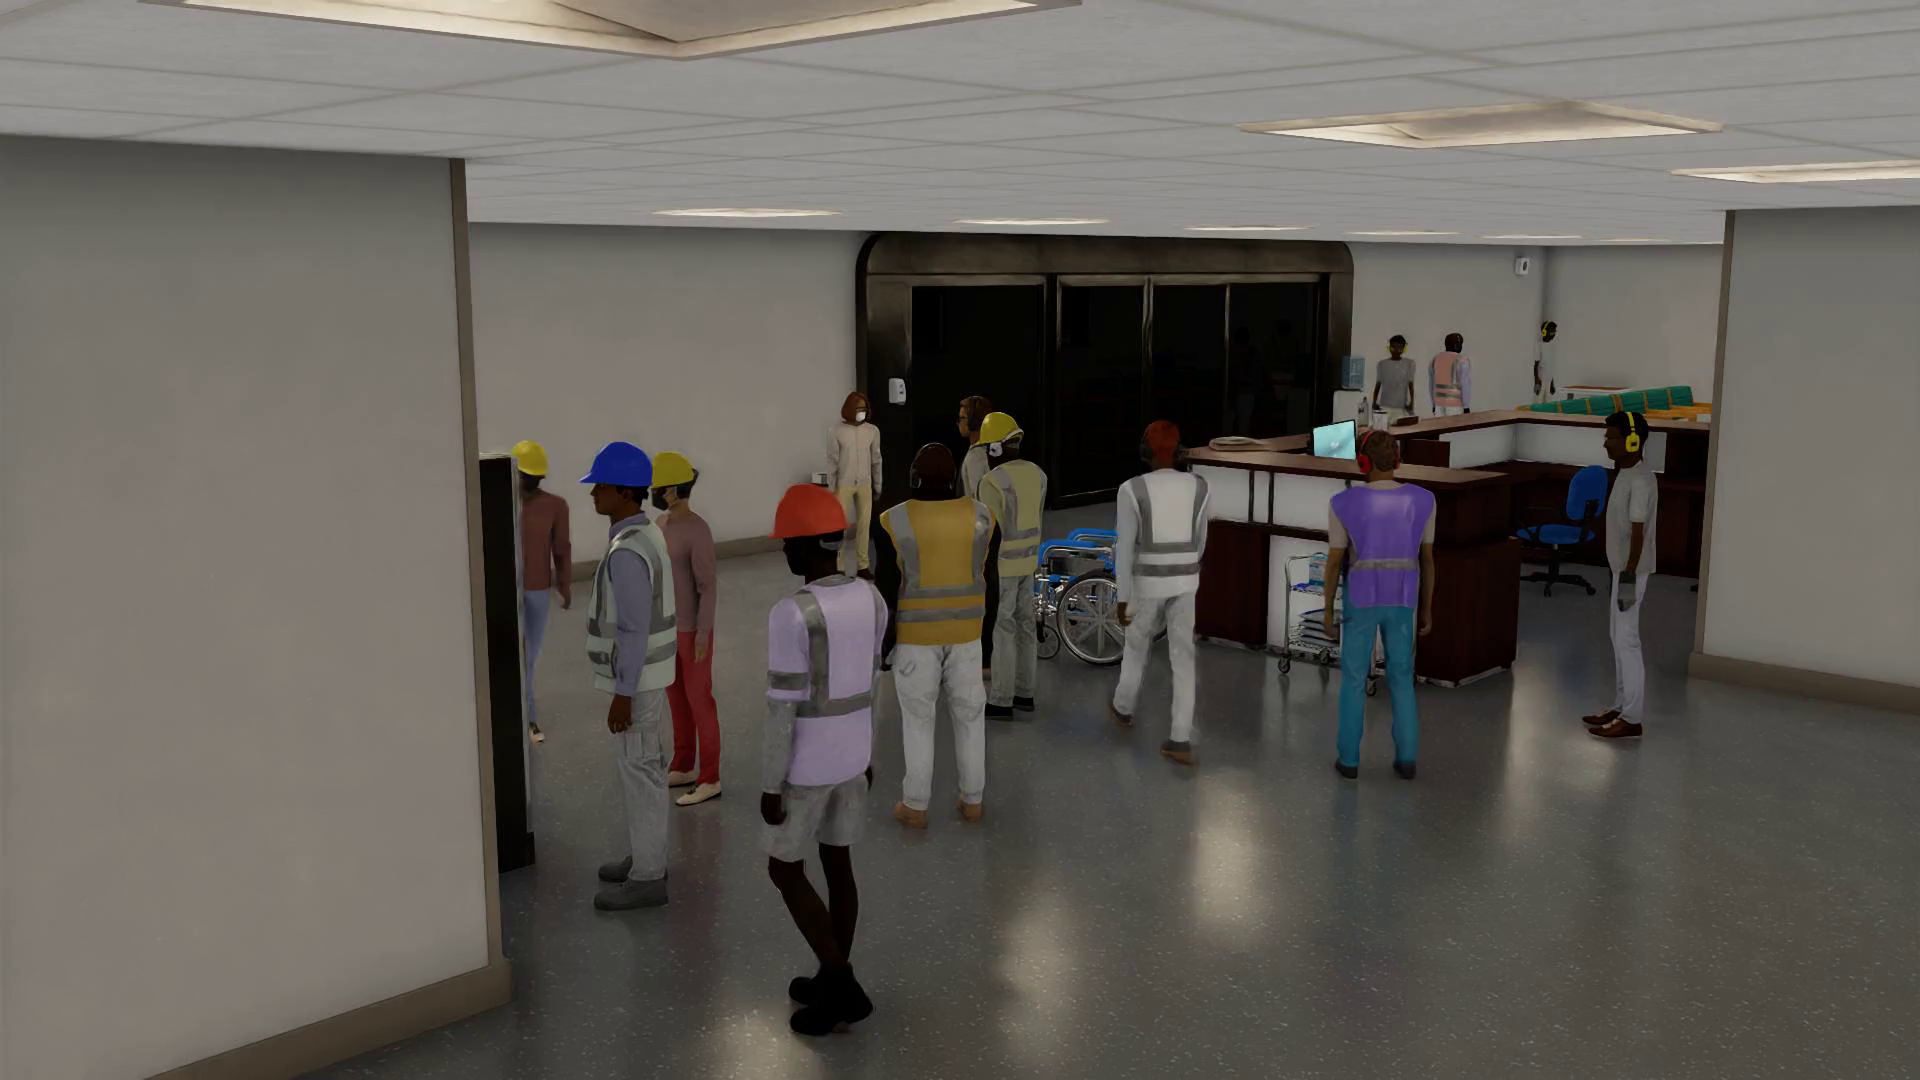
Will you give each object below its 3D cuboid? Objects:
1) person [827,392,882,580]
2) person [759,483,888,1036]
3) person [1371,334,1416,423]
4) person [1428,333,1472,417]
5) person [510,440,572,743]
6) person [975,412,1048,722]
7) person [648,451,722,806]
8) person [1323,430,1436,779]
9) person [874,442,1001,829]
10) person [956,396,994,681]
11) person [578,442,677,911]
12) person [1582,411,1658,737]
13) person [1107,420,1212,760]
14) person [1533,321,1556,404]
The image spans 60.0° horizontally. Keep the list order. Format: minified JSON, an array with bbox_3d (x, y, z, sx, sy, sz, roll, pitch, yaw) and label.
[{"bbox_3d":[-0.897,-0.448,14.135,0.504,1.628,0.283,-5,10,-28],"label":"person"},{"bbox_3d":[-0.467,0.764,5.792,0.468,1.923,0.551,7,12,37],"label":"person"},{"bbox_3d":[5.472,-1.673,20.961,0.575,1.849,0.583,4,10,23],"label":"person"},{"bbox_3d":[6.306,-1.732,21.345,0.429,1.844,0.623,-6,11,-34],"label":"person"},{"bbox_3d":[-2.557,0.248,9.616,0.547,1.716,0.865,-6,11,-32],"label":"person"},{"bbox_3d":[0.261,0.156,9.818,0.403,1.823,0.588,7,11,35],"label":"person"},{"bbox_3d":[-1.407,0.435,8.285,0.331,1.765,0.533,-7,12,-37],"label":"person"},{"bbox_3d":[2.181,0.346,8.640,0.588,1.827,0.403,-1,9,-4],"label":"person"},{"bbox_3d":[-0.118,0.455,7.929,0.624,1.845,0.430,-3,10,-17],"label":"person"},{"bbox_3d":[0.112,-0.011,10.769,0.344,1.846,0.506,2,9,12],"label":"person"},{"bbox_3d":[-1.369,0.559,6.953,0.381,1.951,0.605,-1,9,-7],"label":"person"},{"bbox_3d":[3.778,0.196,9.465,0.326,1.862,0.508,2,10,13],"label":"person"},{"bbox_3d":[1.105,0.248,9.226,0.582,1.826,1.019,-2,9,-11],"label":"person"},{"bbox_3d":[8.894,-2.386,25.291,0.565,1.865,0.322,-9,13,-42],"label":"person"}]
